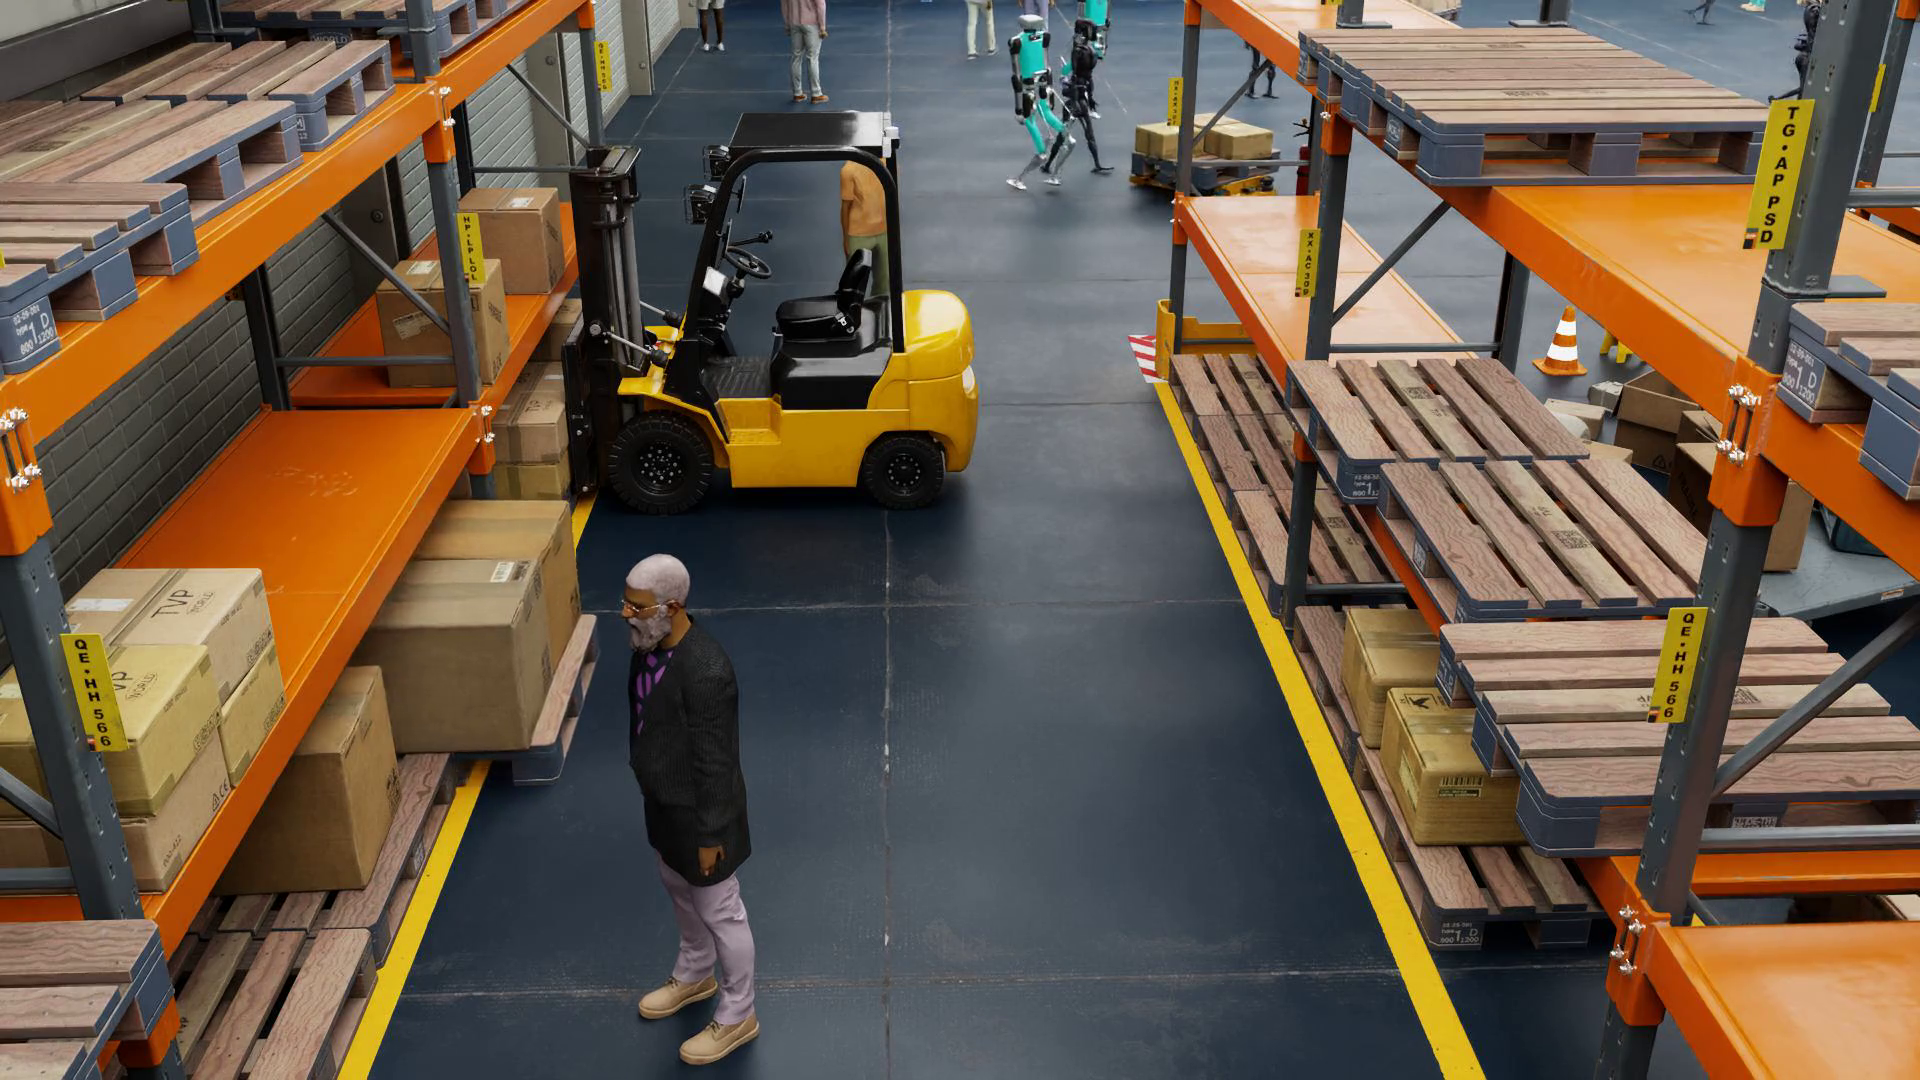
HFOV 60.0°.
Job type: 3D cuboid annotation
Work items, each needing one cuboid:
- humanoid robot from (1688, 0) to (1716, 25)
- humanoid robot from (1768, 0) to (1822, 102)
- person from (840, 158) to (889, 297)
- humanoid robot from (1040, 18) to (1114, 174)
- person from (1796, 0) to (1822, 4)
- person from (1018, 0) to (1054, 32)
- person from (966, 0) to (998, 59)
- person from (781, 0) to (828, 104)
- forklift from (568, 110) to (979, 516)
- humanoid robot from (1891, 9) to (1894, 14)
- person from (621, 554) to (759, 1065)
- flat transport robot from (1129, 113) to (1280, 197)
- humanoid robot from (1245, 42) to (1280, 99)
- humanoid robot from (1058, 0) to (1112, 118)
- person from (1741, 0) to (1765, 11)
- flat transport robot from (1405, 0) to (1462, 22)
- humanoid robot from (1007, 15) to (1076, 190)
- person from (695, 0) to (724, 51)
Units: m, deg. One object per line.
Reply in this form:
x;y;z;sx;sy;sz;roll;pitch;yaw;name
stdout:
12.431;-9.414;27.594;0.476;1.631;0.600;15;29;29;humanoid robot
10.314;-5.995;20.354;0.482;1.647;0.600;15;29;29;humanoid robot
-0.675;-2.277;12.438;0.433;1.707;0.384;-15;29;-29;person
1.254;-4.707;17.685;0.724;1.627;0.590;10;27;21;humanoid robot
15.362;-10.563;29.775;0.532;1.893;0.399;23;34;40;person
1.129;-7.912;24.212;0.562;1.846;0.394;10;27;20;person
0.320;-8.058;24.691;0.565;1.693;0.844;13;28;26;person
-1.987;-6.586;21.299;0.629;1.939;0.373;12;28;23;person
-1.043;-1.379;9.976;2.313;2.155;1.214;-1;25;-2;forklift
16.301;-9.899;28.629;0.584;1.642;0.379;-17;30;-32;humanoid robot
-0.905;0.889;5.577;0.402;1.850;0.530;-17;30;-32;person
2.487;-3.698;17.134;0.659;0.231;1.431;-22;33;-39;flat transport robot
3.978;-6.580;21.576;0.602;1.654;0.417;-12;28;-23;humanoid robot
1.496;-6.091;20.435;0.538;1.761;0.672;-18;31;-34;humanoid robot
14.073;-10.260;29.117;0.355;1.908;0.492;2;25;4;person
7.306;-8.317;26.916;0.659;0.231;1.431;18;31;33;flat transport robot
0.881;-4.366;16.838;0.538;1.776;0.818;-22;33;-39;humanoid robot
-3.788;-8.352;25.119;0.562;1.885;0.436;-14;28;-26;person
